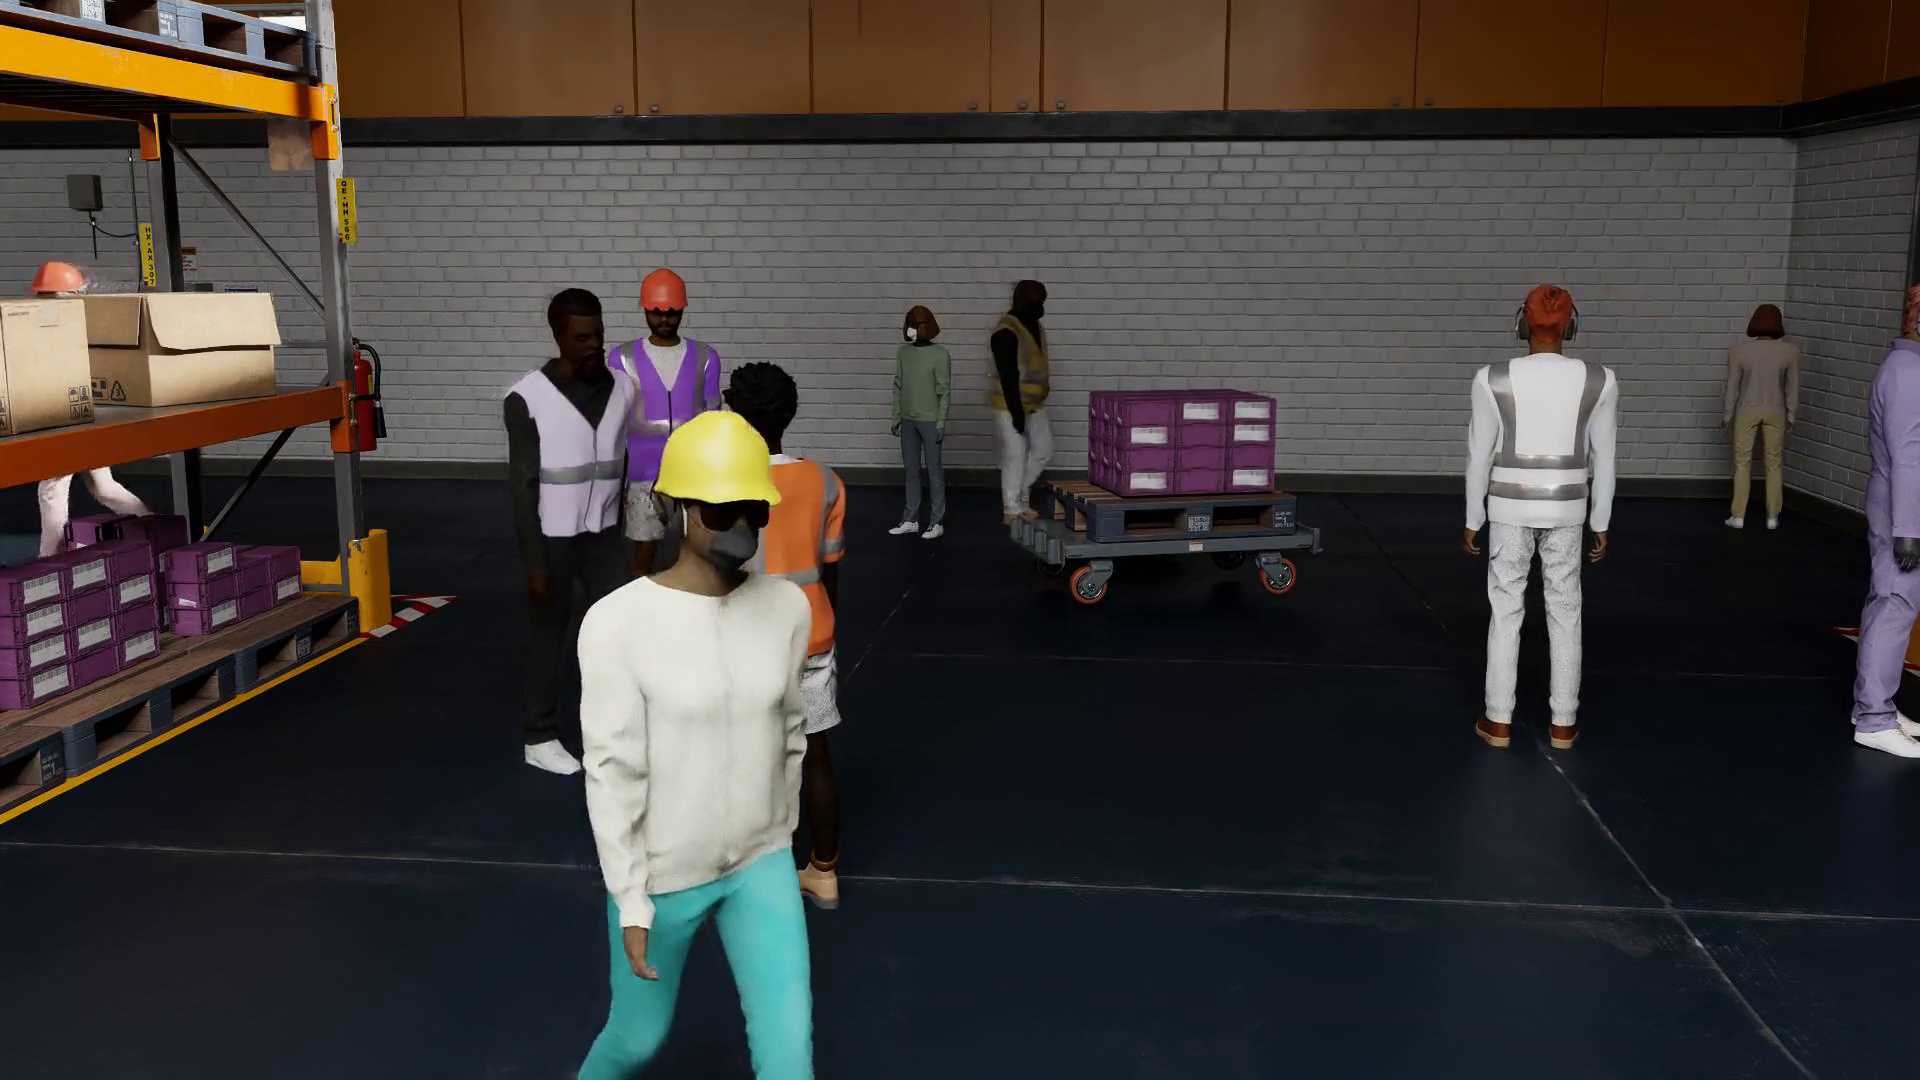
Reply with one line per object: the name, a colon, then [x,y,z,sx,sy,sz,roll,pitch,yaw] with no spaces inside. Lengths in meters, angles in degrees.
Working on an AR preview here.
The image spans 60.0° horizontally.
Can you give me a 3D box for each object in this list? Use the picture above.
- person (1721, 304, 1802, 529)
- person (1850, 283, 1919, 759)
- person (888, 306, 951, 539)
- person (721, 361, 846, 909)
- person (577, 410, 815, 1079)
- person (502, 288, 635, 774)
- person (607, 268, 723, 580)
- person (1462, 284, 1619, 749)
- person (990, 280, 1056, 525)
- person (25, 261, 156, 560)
person: [5.803,-0.890,12.071,0.507,1.631,0.266,2,10,14]
person: [3.861,-0.092,6.721,0.407,1.906,0.655,5,11,28]
person: [-0.281,-0.829,11.725,0.500,1.633,0.286,8,13,38]
person: [-0.563,0.318,4.966,0.317,1.698,0.540,9,13,42]
person: [-0.527,0.600,3.237,0.520,1.733,0.844,-7,12,-36]
person: [-1.428,0.002,6.244,0.796,1.873,0.607,8,13,39]
person: [-1.395,-0.322,7.957,0.552,1.932,0.377,-3,10,-17]
person: [2.344,-0.087,6.756,0.584,1.883,0.337,2,10,10]
person: [0.447,-0.973,12.070,0.458,1.812,0.664,6,11,30]
person: [-5.258,-0.695,10.040,0.958,1.964,0.623,-4,11,-20]
